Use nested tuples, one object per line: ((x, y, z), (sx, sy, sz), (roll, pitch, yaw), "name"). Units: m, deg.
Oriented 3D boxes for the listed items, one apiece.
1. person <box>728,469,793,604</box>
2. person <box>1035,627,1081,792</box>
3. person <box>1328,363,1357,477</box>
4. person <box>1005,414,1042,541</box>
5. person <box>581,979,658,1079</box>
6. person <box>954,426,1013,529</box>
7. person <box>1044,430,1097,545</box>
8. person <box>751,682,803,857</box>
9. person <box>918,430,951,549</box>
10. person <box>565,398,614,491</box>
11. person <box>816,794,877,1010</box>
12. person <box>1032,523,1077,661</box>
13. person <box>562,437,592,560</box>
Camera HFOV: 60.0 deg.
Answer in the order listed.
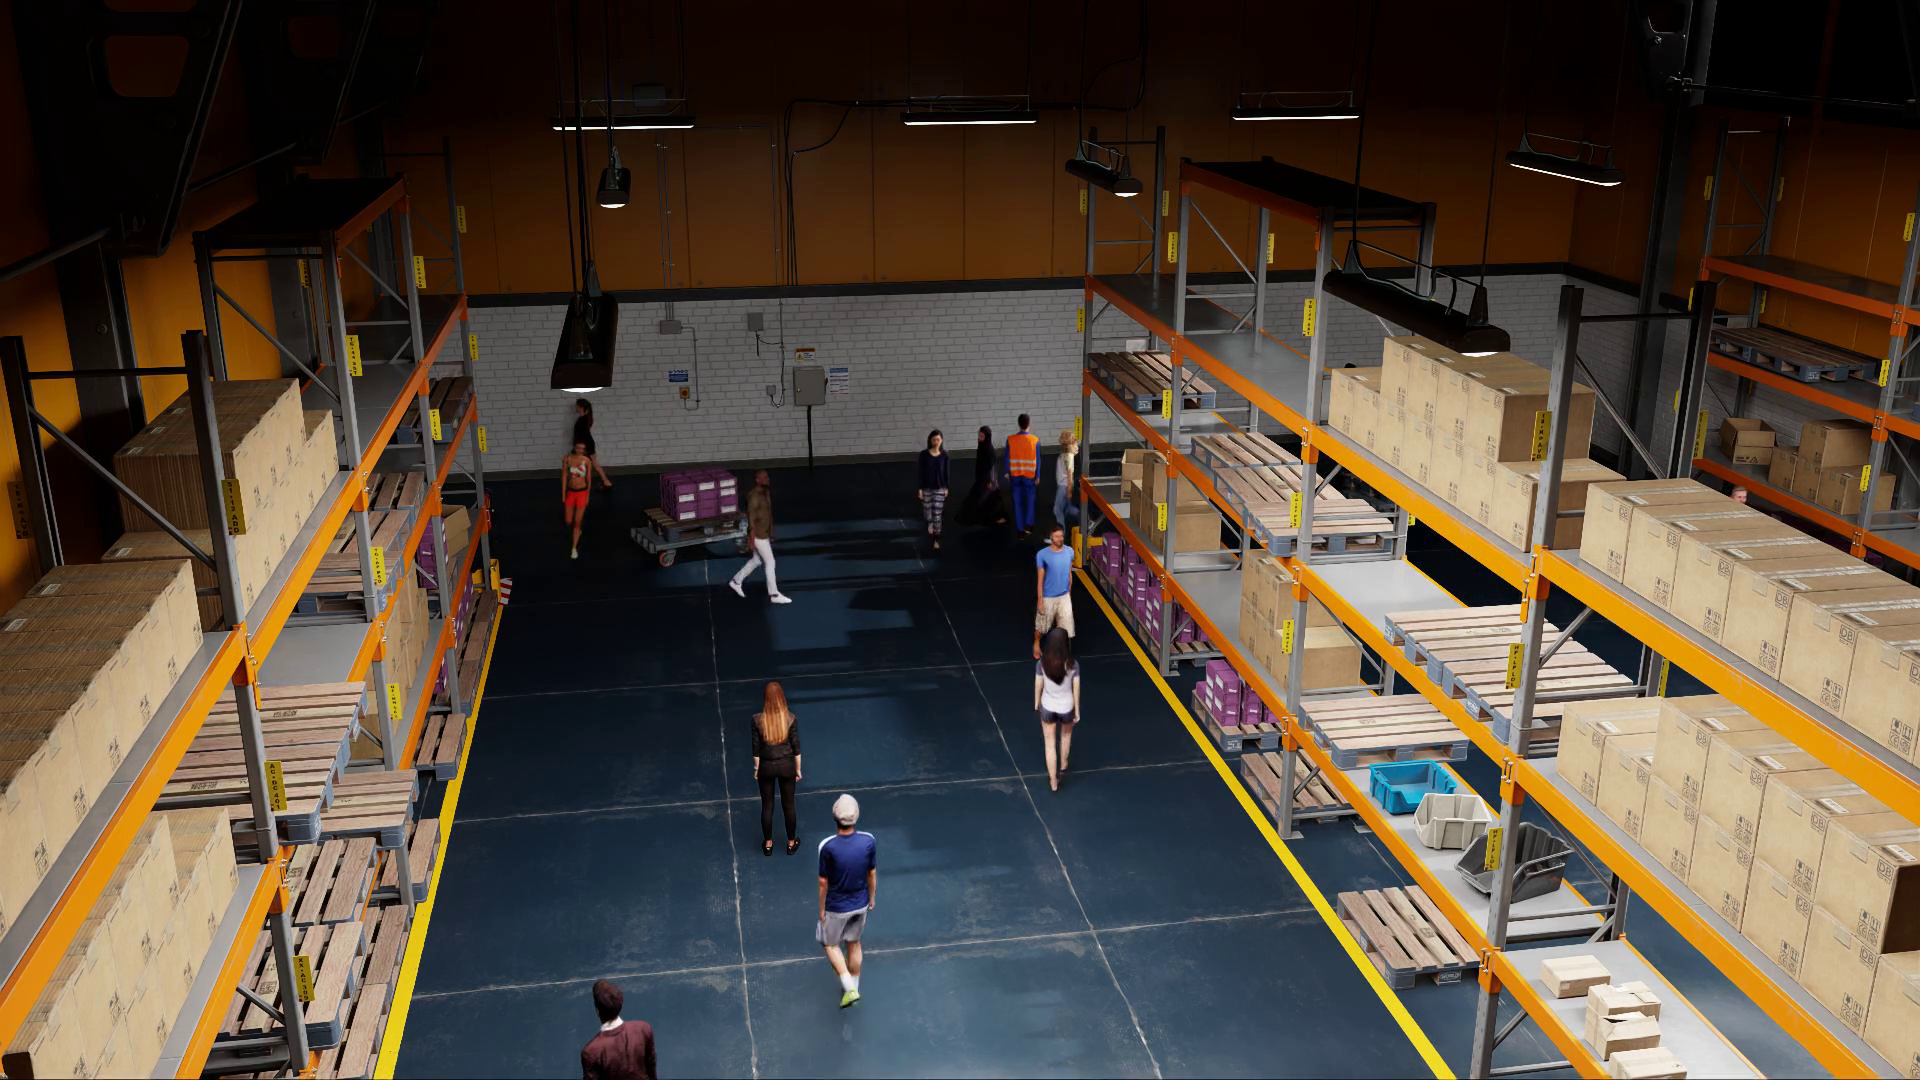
((-2.697, -0.049, 21.758), (1.076, 1.801, 1.195), (4, 19, 11), "person")
((0.970, 1.722, 16.683), (0.743, 1.684, 0.958), (1, 19, 3), "person")
((6.382, -2.003, 27.461), (0.801, 1.866, 0.750), (14, 23, 35), "person")
((0.903, -0.890, 24.192), (0.754, 1.842, 0.767), (1, 19, 4), "person")
((-2.104, 3.681, 10.642), (0.954, 1.828, 1.268), (-11, 21, -29), "person")
((0.461, -0.937, 24.715), (0.687, 1.597, 1.038), (-2, 19, -7), "person")
((1.618, -0.742, 23.964), (0.798, 1.707, 0.987), (0, 19, -1), "person")
((-1.706, 2.123, 15.448), (0.620, 1.713, 0.553), (-1, 19, -3), "person")
((-0.388, -0.770, 24.038), (0.709, 1.713, 0.981), (0, 19, -1), "person")
((-5.897, -1.499, 26.491), (0.906, 1.529, 1.025), (5, 19, 16), "person")
((-0.870, 2.904, 13.024), (0.761, 1.779, 0.886), (-8, 20, -23), "person")
((1.074, 0.653, 19.637), (0.735, 1.825, 1.257), (-5, 19, -14), "person")
((-5.400, -0.629, 23.551), (0.687, 1.756, 0.853), (2, 19, 6), "person")
